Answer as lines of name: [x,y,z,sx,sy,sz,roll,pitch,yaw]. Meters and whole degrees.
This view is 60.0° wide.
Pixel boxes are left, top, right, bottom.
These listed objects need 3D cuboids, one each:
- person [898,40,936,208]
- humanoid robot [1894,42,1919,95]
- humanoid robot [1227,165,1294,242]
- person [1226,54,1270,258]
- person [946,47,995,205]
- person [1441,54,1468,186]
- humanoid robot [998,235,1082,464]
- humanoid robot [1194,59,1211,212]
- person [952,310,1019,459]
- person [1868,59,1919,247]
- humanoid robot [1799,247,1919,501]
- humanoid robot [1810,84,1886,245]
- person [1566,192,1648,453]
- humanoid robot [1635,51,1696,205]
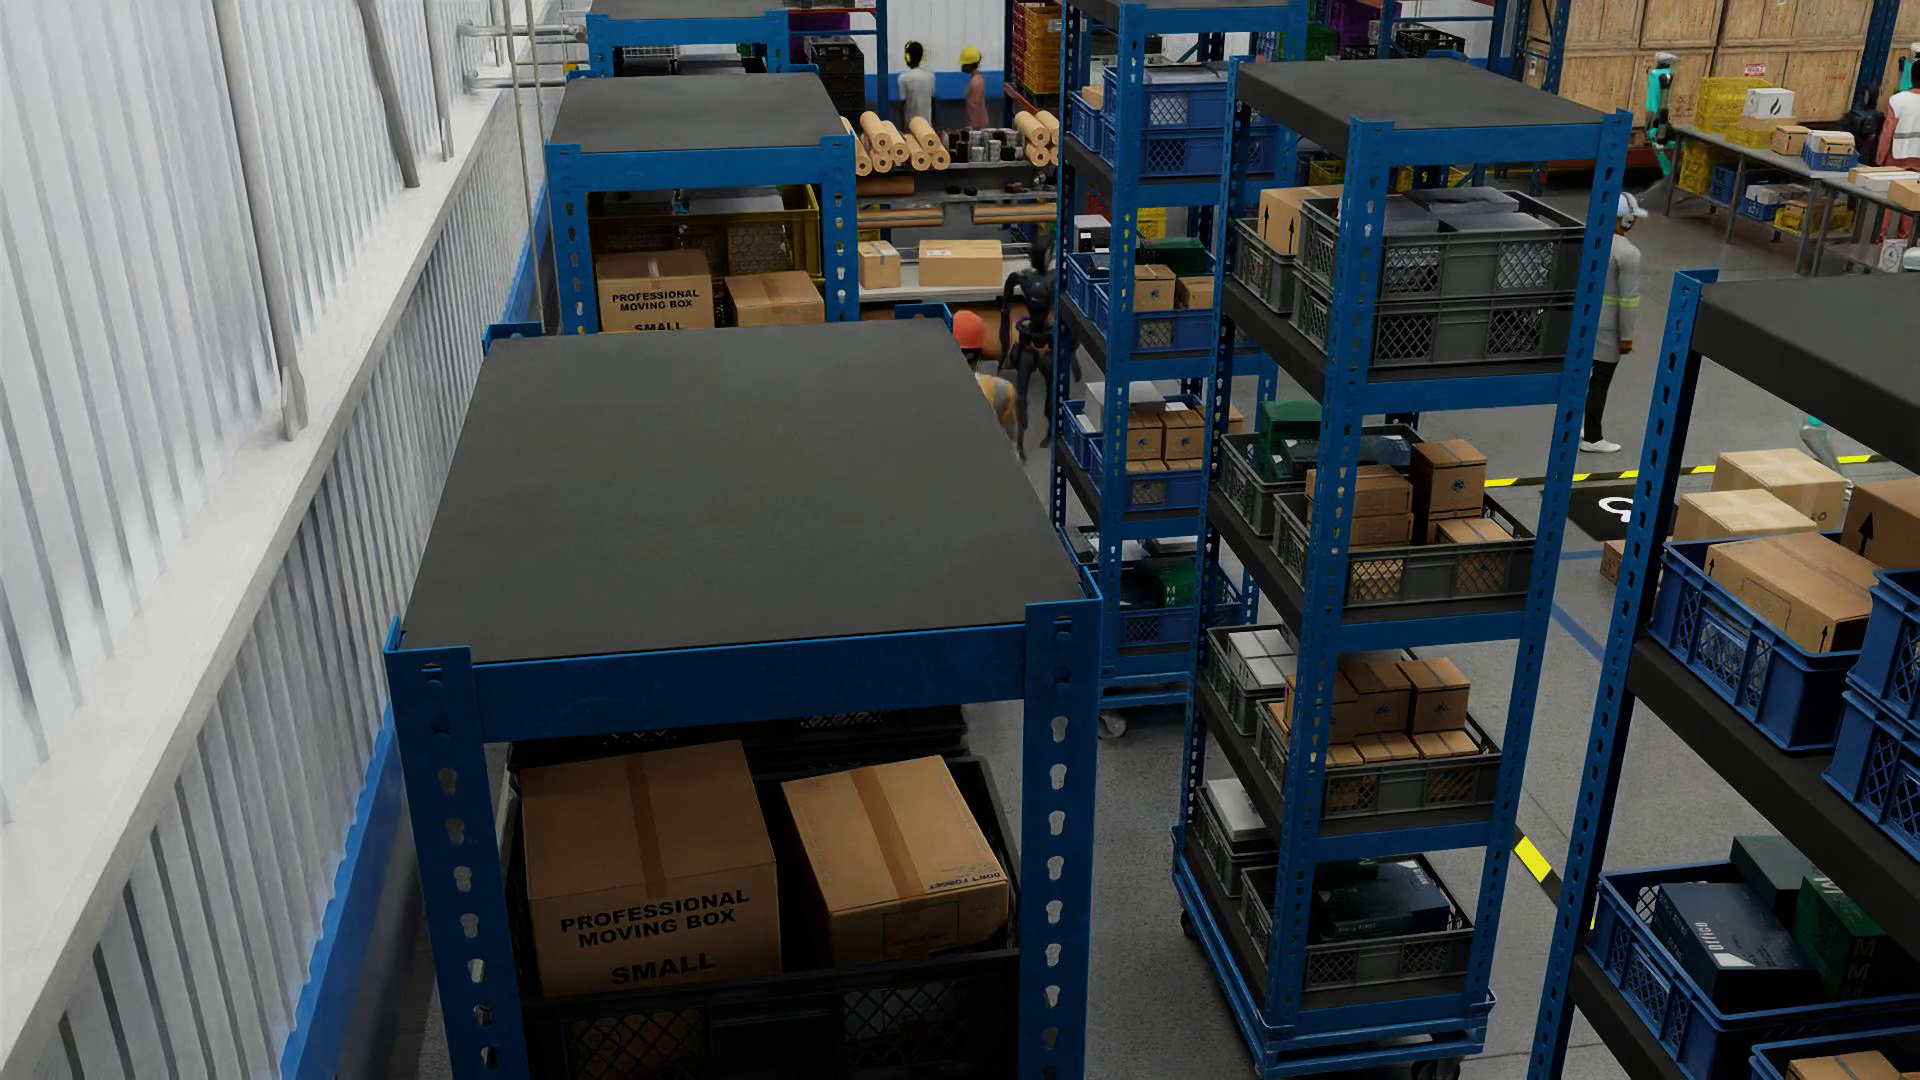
person: [-0.480,-4.507,18.203,0.544,1.850,0.385,-19,31,-35]
humanoid robot: [10.953,-4.779,18.941,1.005,1.738,0.534,-5,25,-11]
humanoid robot: [2.627,-2.738,14.561,0.608,1.654,0.311,9,26,19]
person: [2.809,-3.682,16.211,0.641,2.016,0.546,3,25,6]
person: [0.099,-4.617,18.576,0.672,1.742,0.601,2,25,4]
person: [5.139,-4.216,17.594,0.343,1.839,0.499,-13,28,-26]
humanoid robot: [0.567,-1.339,11.581,0.603,1.639,0.745,7,26,14]
humanoid robot: [2.564,-4.226,17.717,0.550,1.732,1.022,8,26,16]
person: [0.044,-0.317,9.058,0.566,1.887,1.001,-3,25,-6]
person: [9.437,-3.814,16.623,0.588,1.913,0.393,-1,25,-1]
humanoid robot: [5.799,-1.097,10.764,0.735,1.677,0.533,15,28,29]
humanoid robot: [9.015,-3.797,16.895,0.589,1.650,0.367,-5,25,-11]
person: [4.547,-1.528,11.726,0.376,1.853,0.589,-9,26,-18]
humanoid robot: [7.904,-4.459,18.304,1.027,1.781,0.533,1,25,2]
